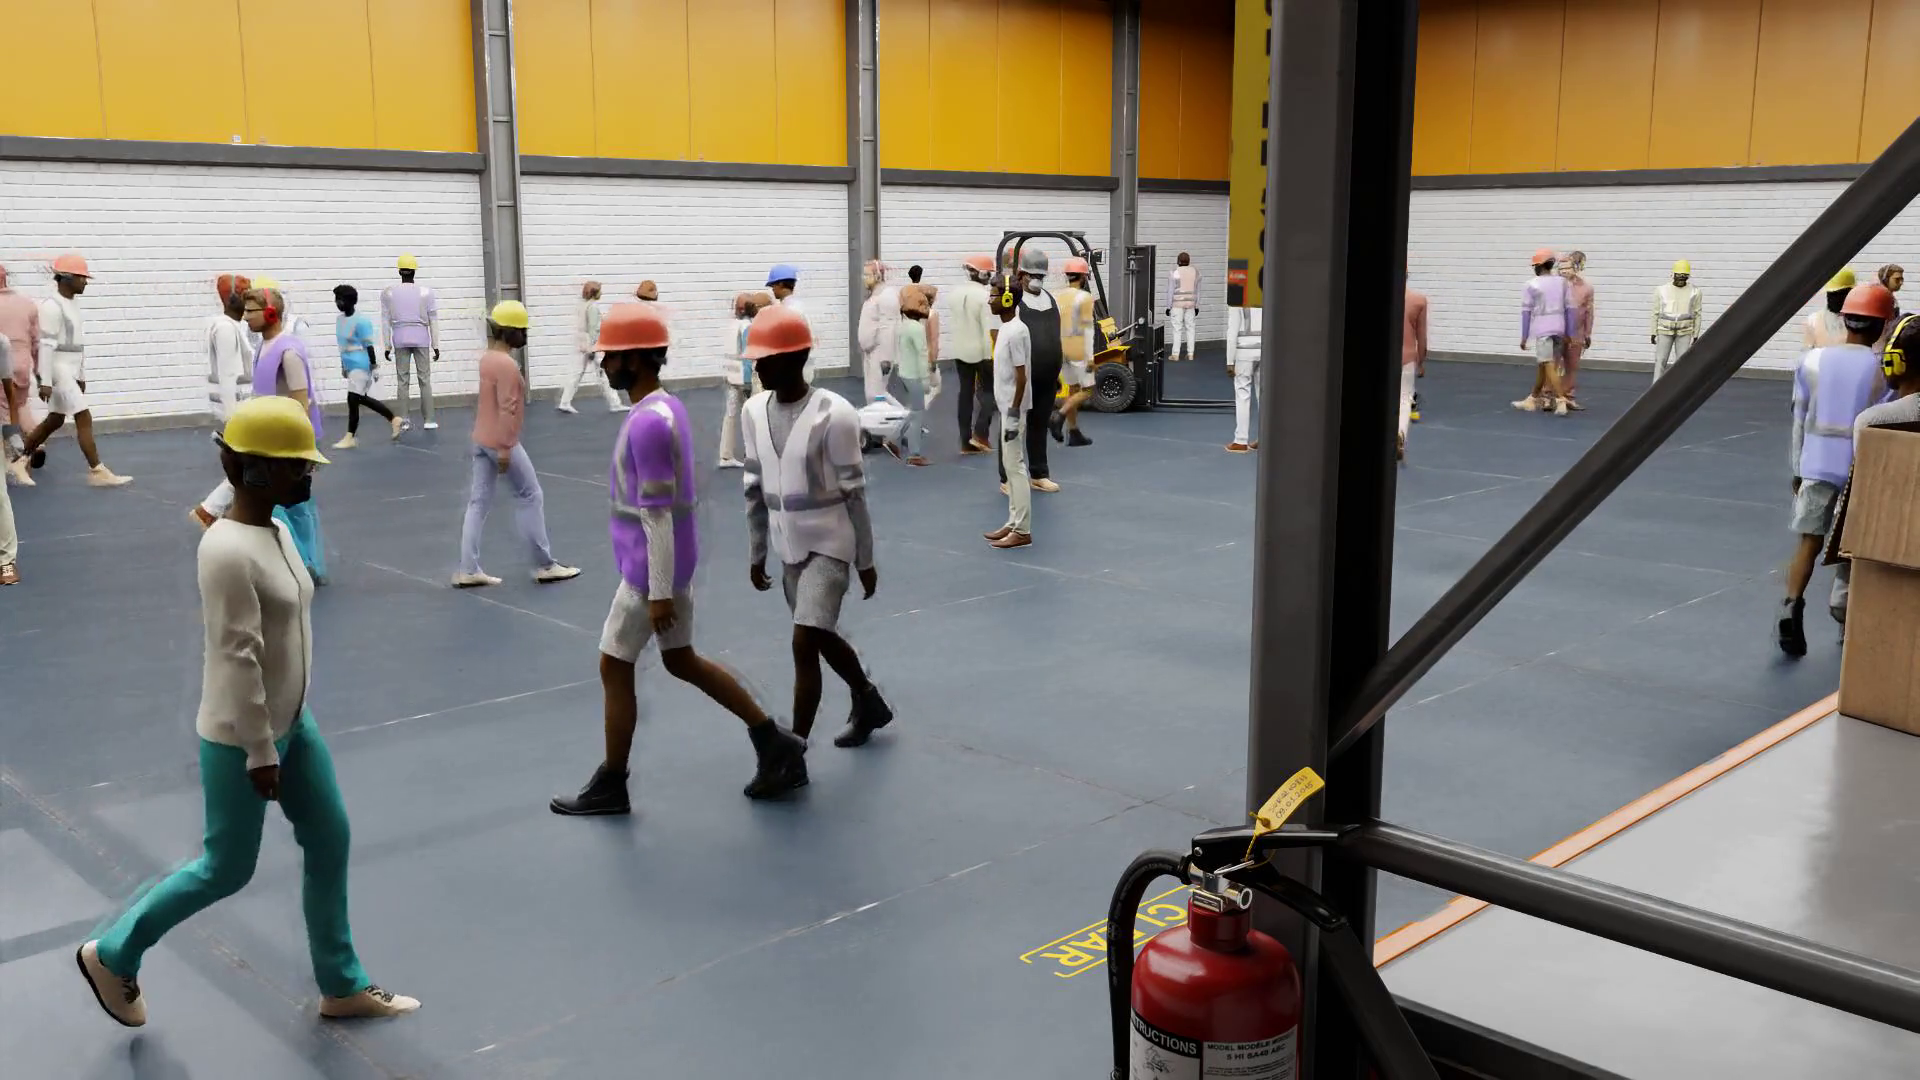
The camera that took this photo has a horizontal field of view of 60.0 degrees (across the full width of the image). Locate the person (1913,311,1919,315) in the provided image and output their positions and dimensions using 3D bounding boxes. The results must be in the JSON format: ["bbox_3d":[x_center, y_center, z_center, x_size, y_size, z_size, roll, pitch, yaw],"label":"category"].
[{"bbox_3d":[6.538,-0.858,11.206,0.635,1.912,0.858,10,14,42],"label":"person"}]

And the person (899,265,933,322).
[{"bbox_3d":[-0.653,-3.224,24.684,0.531,1.694,0.320,4,11,22],"label":"person"}]

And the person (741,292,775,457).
[{"bbox_3d":[-1.813,-1.617,16.175,0.498,1.596,0.717,8,13,39],"label":"person"}]

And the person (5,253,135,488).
[{"bbox_3d":[-7.626,-1.405,13.985,1.027,1.992,0.662,-2,11,-12],"label":"person"}]

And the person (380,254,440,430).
[{"bbox_3d":[-6.016,-2.161,18.236,0.594,1.926,0.366,-3,11,-14],"label":"person"}]

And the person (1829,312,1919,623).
[{"bbox_3d":[3.393,0.122,6.009,0.505,1.853,0.320,-2,11,-12],"label":"person"}]

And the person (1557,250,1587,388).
[{"bbox_3d":[8.549,-3.066,23.211,0.542,1.921,0.640,2,11,13],"label":"person"}]

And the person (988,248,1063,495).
[{"bbox_3d":[0.602,-1.389,13.720,0.674,2.000,0.535,-7,13,-35],"label":"person"}]

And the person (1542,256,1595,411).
[{"bbox_3d":[7.339,-2.487,20.163,0.644,1.880,0.546,2,11,10],"label":"person"}]

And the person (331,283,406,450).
[{"bbox_3d":[-5.984,-1.754,16.753,0.540,1.661,0.765,10,14,43],"label":"person"}]

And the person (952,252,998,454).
[{"bbox_3d":[0.168,-1.811,16.220,0.480,1.970,0.611,-10,14,-43],"label":"person"}]

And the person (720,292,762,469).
[{"bbox_3d":[-1.861,-1.457,15.252,0.807,1.598,0.545,-5,11,-24],"label":"person"}]

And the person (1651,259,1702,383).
[{"bbox_3d":[9.213,-2.689,21.410,0.596,1.825,0.403,4,11,21],"label":"person"}]

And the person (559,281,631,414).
[{"bbox_3d":[-4.445,-2.303,19.936,0.864,1.591,0.515,-6,12,-31],"label":"person"}]

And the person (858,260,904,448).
[{"bbox_3d":[-0.766,-1.846,16.619,0.545,1.888,0.659,-4,11,-20],"label":"person"}]

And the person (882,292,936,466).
[{"bbox_3d":[-0.451,-1.486,15.409,0.396,1.622,0.516,-3,11,-17],"label":"person"}]

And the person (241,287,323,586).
[{"bbox_3d":[-4.075,-0.585,9.916,0.515,1.825,0.558,-6,12,-29],"label":"person"}]

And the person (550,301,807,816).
[{"bbox_3d":[-1.043,0.080,6.097,0.897,1.911,0.555,0,10,-2],"label":"person"}]

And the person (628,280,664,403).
[{"bbox_3d":[-3.711,-2.249,19.569,0.504,1.620,0.550,9,13,39],"label":"person"}]

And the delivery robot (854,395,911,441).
[{"bbox_3d":[-0.776,-1.181,16.381,0.707,0.478,0.477,-1,11,-6],"label":"delivery robot"}]

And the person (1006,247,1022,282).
[{"bbox_3d":[0.802,-3.547,25.757,0.644,1.944,0.639,-1,10,-5],"label":"person"}]

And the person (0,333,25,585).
[{"bbox_3d":[-5.996,-0.641,10.106,0.537,1.869,0.314,-3,11,-18],"label":"person"}]

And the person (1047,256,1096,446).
[{"bbox_3d":[1.100,-1.877,16.691,0.592,1.921,0.551,-8,13,-37],"label":"person"}]

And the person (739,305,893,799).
[{"bbox_3d":[-0.556,0.003,6.607,0.555,1.885,0.960,8,13,37],"label":"person"}]

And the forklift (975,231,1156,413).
[{"bbox_3d":[1.222,-2.721,20.561,2.313,2.155,1.214,2,11,13],"label":"forklift"}]

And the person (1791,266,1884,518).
[{"bbox_3d":[6.628,-1.121,12.615,0.554,1.902,0.631,-7,12,-32],"label":"person"}]

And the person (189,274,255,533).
[{"bbox_3d":[-4.954,-0.870,11.327,0.482,1.872,0.584,-4,11,-19],"label":"person"}]

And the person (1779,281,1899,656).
[{"bbox_3d":[4.479,-0.354,8.460,0.544,1.909,0.861,9,14,41],"label":"person"}]

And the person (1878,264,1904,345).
[{"bbox_3d":[9.297,-1.861,16.830,0.516,1.842,0.328,-8,13,-38],"label":"person"}]

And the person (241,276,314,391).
[{"bbox_3d":[-5.431,-1.174,13.153,0.614,1.813,0.431,1,10,6],"label":"person"}]

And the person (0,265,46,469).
[{"bbox_3d":[-8.573,-1.524,14.892,0.438,1.887,0.640,6,12,32],"label":"person"}]

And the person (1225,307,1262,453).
[{"bbox_3d":[2.858,-1.781,16.313,0.579,1.878,0.349,-5,11,-25],"label":"person"}]

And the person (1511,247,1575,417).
[{"bbox_3d":[6.998,-2.463,19.755,0.612,1.996,0.980,-4,11,-20],"label":"person"}]

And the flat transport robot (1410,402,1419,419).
[{"bbox_3d":[4.983,-1.604,19.718,0.652,0.197,1.431,1,10,5],"label":"flat transport robot"}]

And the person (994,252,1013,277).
[{"bbox_3d":[0.740,-3.340,24.770,0.958,1.900,0.647,5,12,26],"label":"person"}]

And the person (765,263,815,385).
[{"bbox_3d":[-1.367,-1.441,14.390,0.917,1.905,0.642,-1,10,-3],"label":"person"}]

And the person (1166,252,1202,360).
[{"bbox_3d":[3.802,-3.989,28.438,0.637,1.842,0.429,-3,11,-17],"label":"person"}]

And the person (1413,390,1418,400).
[{"bbox_3d":[5.160,-2.512,20.353,0.929,1.868,0.649,6,12,30],"label":"person"}]

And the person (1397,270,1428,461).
[{"bbox_3d":[4.077,-1.705,15.642,0.614,1.969,0.804,3,11,17],"label":"person"}]

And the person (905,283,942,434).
[{"bbox_3d":[-0.409,-1.923,17.769,0.520,1.625,0.391,9,14,41],"label":"person"}]

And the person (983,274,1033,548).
[{"bbox_3d":[0.333,-0.871,11.389,0.327,1.861,0.514,-1,10,-3],"label":"person"}]

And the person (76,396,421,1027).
[{"bbox_3d":[-1.926,0.486,4.376,0.796,1.737,0.529,-1,10,-3],"label":"person"}]

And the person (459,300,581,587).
[{"bbox_3d":[-2.710,-0.577,10.120,0.821,1.731,0.533,-8,13,-37],"label":"person"}]
